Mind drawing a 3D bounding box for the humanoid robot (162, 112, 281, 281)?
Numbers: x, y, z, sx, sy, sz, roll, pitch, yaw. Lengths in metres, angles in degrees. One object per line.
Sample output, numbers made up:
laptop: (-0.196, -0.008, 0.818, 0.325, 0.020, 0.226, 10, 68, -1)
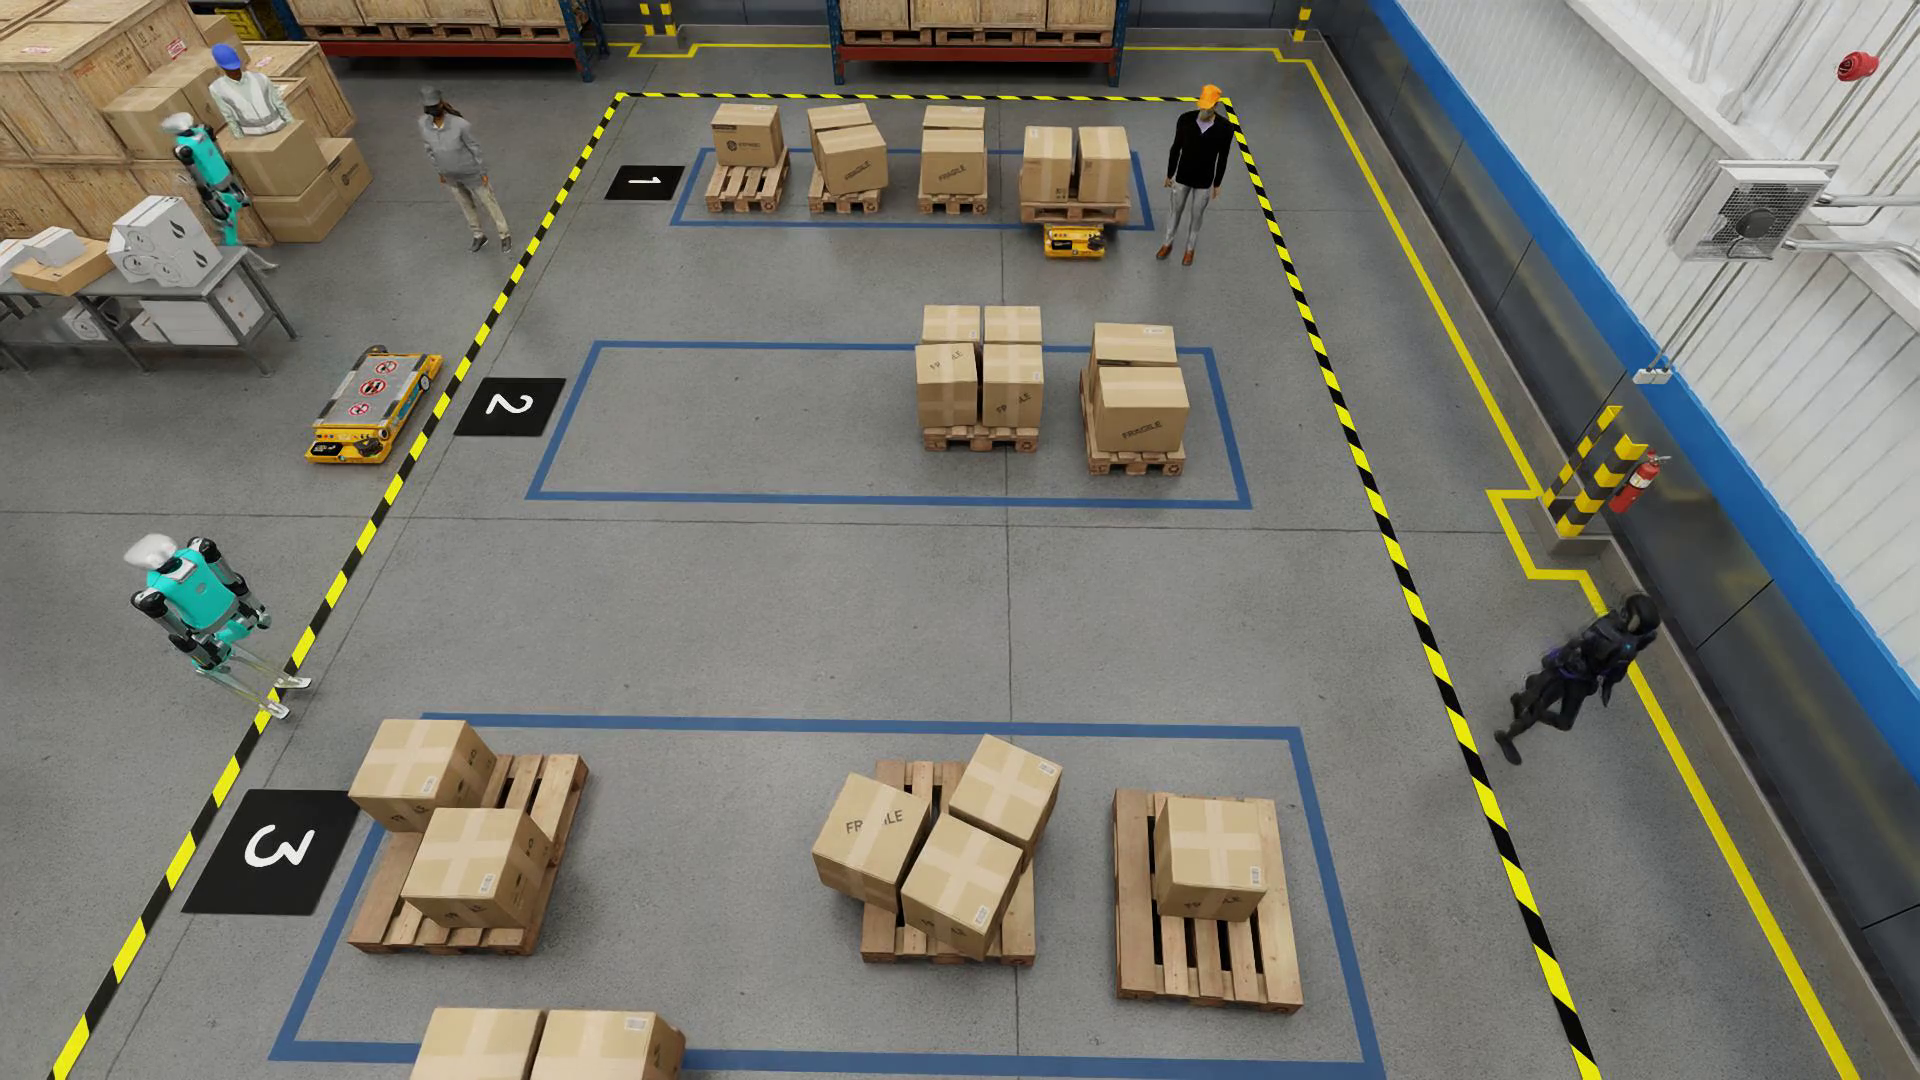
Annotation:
humanoid robot: (-7.577, -3.406, 9.324, 0.679, 1.847, 0.542, 0, 50, 0)

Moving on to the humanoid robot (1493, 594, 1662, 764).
humanoid robot: (3.789, 0.837, 5.734, 0.584, 1.642, 0.445, -6, 50, -5)

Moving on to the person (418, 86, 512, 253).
person: (-5.244, -3.891, 9.675, 0.571, 1.769, 0.397, 2, 50, 1)

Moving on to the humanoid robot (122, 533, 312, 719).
humanoid robot: (-4.843, 0.541, 5.859, 0.735, 1.677, 0.533, 10, 50, 8)

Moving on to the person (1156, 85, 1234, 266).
person: (2.423, -3.748, 9.493, 0.590, 1.894, 0.432, 19, 52, 15)

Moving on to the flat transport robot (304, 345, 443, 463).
flat transport robot: (-5.383, -1.269, 8.441, 0.659, 0.231, 1.431, 1, 50, 1)

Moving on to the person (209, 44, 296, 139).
person: (-7.515, -4.389, 9.994, 0.614, 1.933, 0.415, -34, 58, -25)

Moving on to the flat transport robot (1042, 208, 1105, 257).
flat transport robot: (1.277, -3.732, 10.506, 0.652, 0.197, 1.431, 1, 50, 1)
